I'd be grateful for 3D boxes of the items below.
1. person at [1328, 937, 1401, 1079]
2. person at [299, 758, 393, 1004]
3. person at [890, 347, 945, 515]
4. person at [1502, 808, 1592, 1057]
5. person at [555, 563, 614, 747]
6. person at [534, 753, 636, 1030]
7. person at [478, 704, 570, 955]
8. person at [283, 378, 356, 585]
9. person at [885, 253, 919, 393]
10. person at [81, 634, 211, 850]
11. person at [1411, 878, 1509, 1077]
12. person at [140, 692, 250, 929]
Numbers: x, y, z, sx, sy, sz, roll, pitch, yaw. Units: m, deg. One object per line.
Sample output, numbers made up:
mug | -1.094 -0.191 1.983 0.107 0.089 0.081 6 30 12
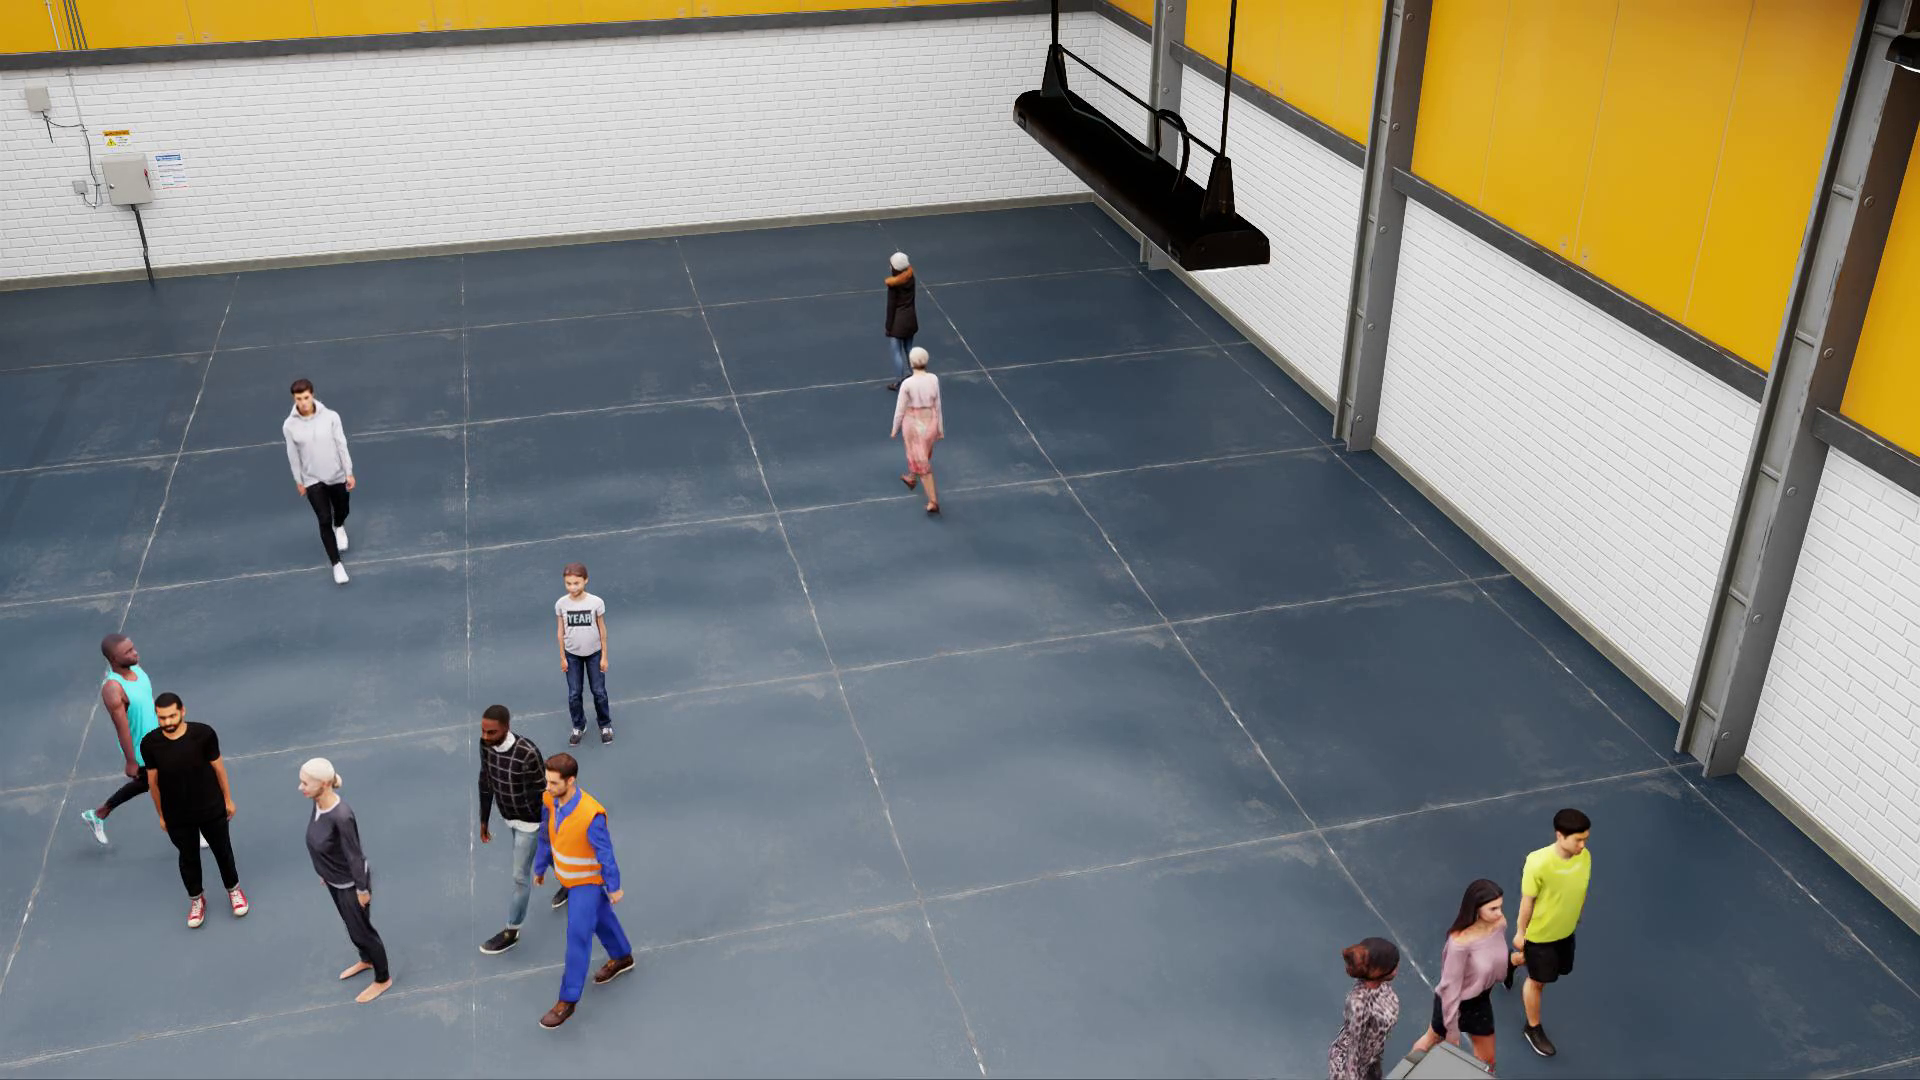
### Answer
person | 2.114 2.826 9.133 0.853 1.712 0.792 21 35 33
person | -3.857 2.088 10.475 0.768 1.724 0.644 -25 37 -38
person | -0.351 -1.028 16.274 0.811 1.642 1.152 -16 33 -27
person | 3.535 2.293 10.136 0.713 1.688 0.977 -12 31 -20
person | -2.918 0.863 12.889 0.567 1.563 0.565 -3 29 -5
person | -2.288 2.066 10.401 1.131 1.833 1.132 22 35 34
person | -2.804 1.780 10.986 1.217 1.776 1.222 18 33 29
person | -5.834 -0.615 15.243 0.885 1.904 1.245 -15 32 -26
person | -0.658 -2.489 18.962 0.781 1.631 0.740 21 35 33
person | -5.801 1.453 11.582 0.770 1.779 1.073 -4 29 -6
person | 2.776 2.614 9.460 0.839 1.771 1.139 -16 32 -26
person | -5.092 1.754 11.051 0.647 1.758 0.596 -11 30 -19
